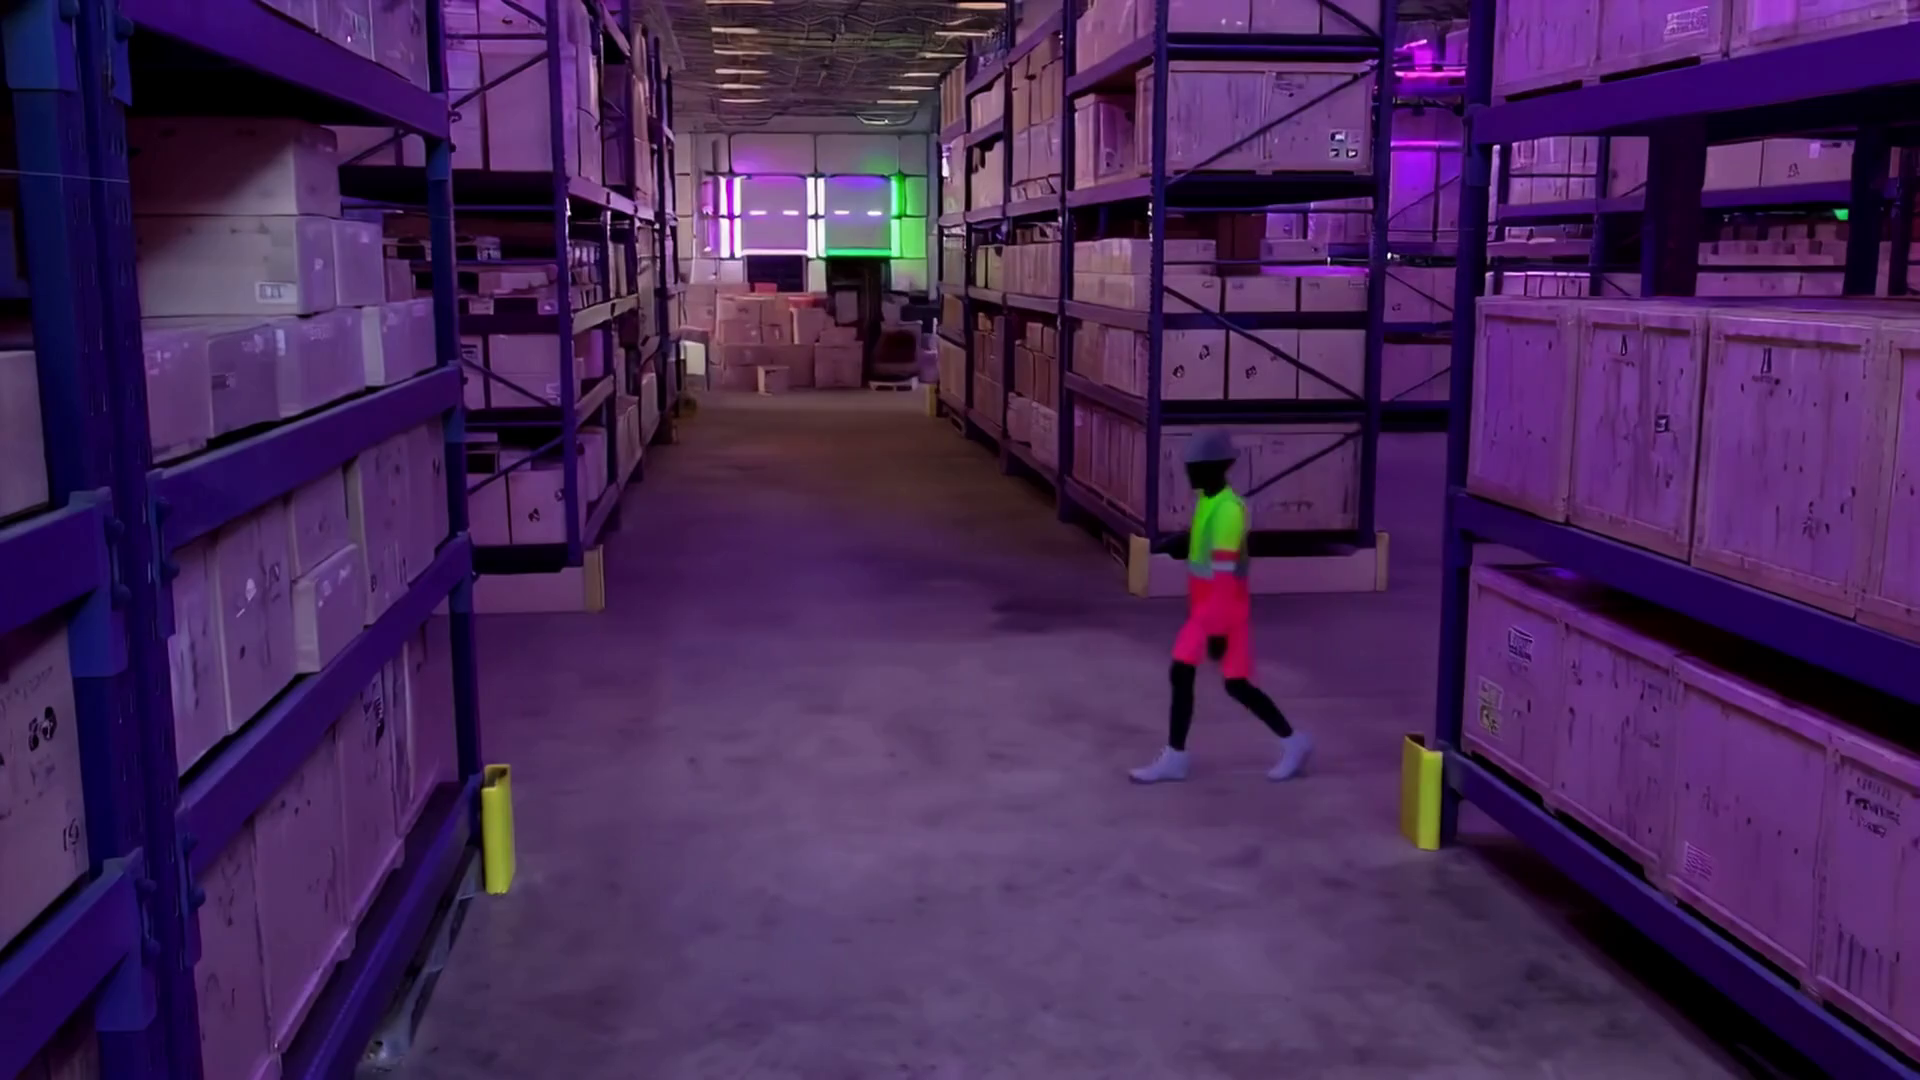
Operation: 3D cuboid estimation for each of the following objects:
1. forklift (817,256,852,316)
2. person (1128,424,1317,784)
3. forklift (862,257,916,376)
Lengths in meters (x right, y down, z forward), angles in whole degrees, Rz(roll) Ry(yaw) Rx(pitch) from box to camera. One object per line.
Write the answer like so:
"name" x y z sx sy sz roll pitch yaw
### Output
"forklift" -4.171 -8.359 57.229 1.129 2.768 1.873 -7 12 -35
"person" 1.469 0.367 9.012 0.999 2.007 0.621 -1 10 -5
"forklift" -2.029 -5.320 39.539 1.873 2.768 1.129 -1 10 -8
